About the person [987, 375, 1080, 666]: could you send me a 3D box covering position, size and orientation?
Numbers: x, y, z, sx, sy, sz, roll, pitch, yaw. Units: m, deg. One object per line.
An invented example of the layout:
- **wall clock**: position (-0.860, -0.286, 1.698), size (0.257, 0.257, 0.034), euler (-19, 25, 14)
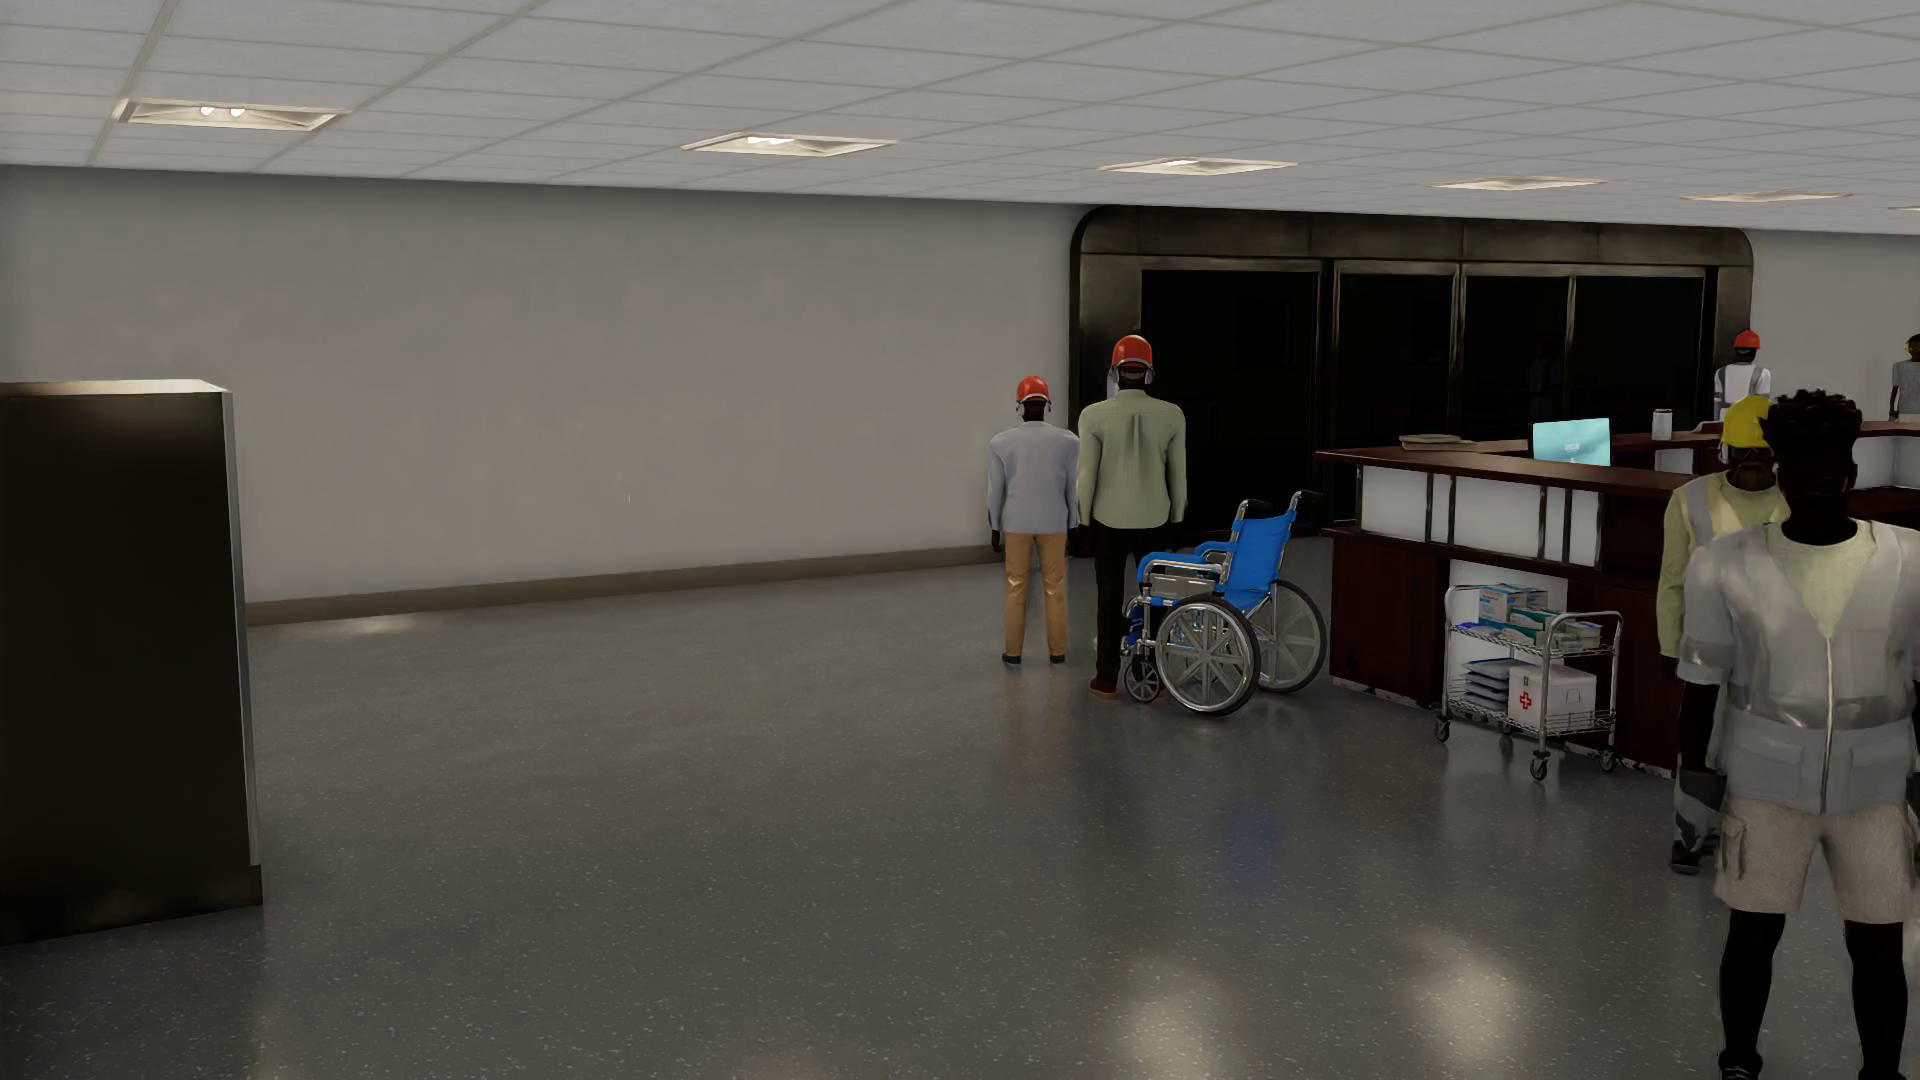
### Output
- **person**: position (0.441, -0.112, 9.961), size (0.564, 1.743, 0.348), euler (0, 8, -2)

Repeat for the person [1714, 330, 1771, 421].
- **person**: position (7.759, -1.109, 16.508), size (0.387, 1.930, 0.547), euler (-7, 11, -42)

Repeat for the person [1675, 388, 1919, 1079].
- **person**: position (2.088, 0.600, 4.083), size (0.621, 1.942, 0.411), euler (3, 8, 19)

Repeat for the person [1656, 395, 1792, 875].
- **person**: position (2.916, 0.371, 6.206), size (0.598, 1.823, 0.414), euler (2, 8, 16)

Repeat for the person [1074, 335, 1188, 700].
- **person**: position (0.930, -0.120, 9.107), size (0.625, 1.992, 0.389), euler (-1, 8, -7)

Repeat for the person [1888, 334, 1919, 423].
- **person**: position (11.098, -1.466, 19.364), size (0.503, 1.861, 0.326), euler (4, 9, 24)
